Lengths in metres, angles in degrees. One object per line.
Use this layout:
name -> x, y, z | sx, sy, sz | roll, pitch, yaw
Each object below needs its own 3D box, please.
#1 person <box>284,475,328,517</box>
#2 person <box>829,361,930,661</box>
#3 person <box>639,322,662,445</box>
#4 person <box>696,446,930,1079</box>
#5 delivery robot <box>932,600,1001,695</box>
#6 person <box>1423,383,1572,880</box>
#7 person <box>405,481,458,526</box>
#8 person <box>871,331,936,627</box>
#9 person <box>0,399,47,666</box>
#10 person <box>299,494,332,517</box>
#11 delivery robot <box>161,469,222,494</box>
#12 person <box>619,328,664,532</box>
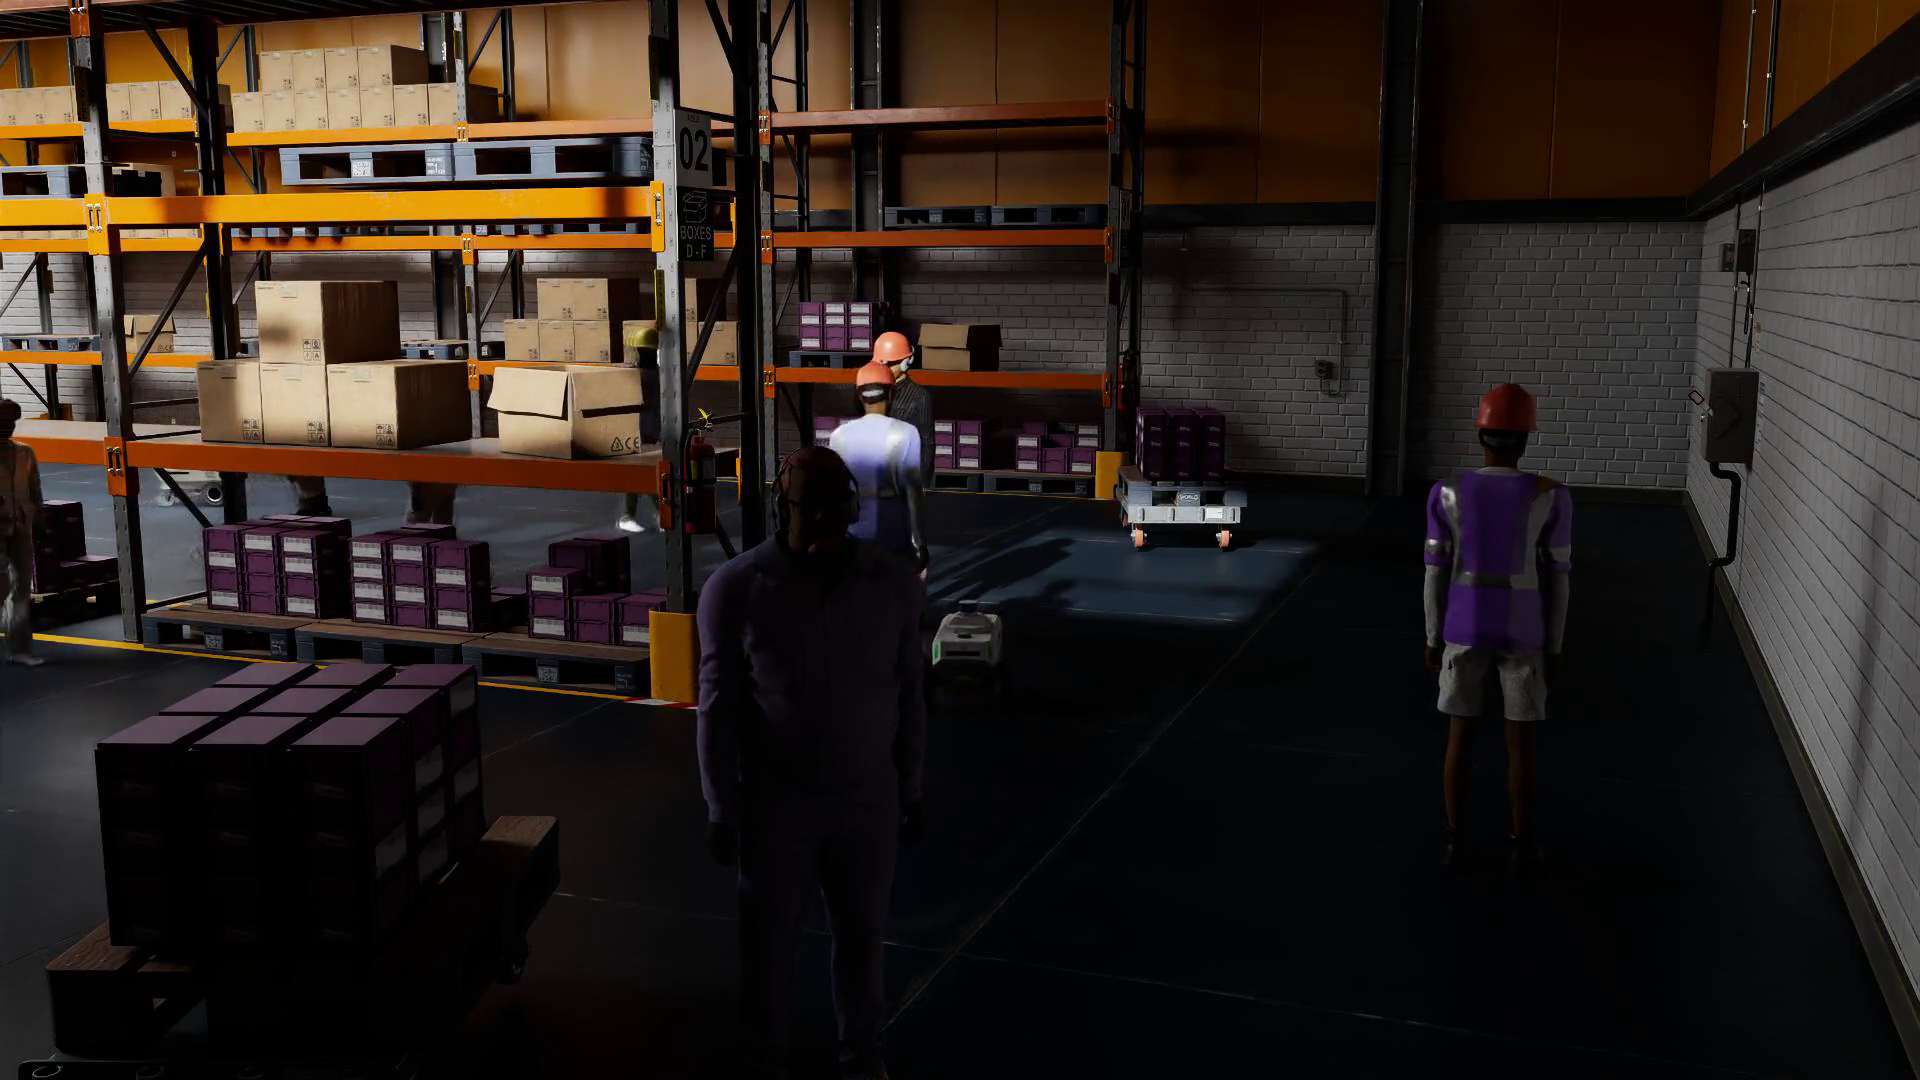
person -> -5.121, -0.667, 12.951 | 0.492, 1.942, 0.630 | -2, 9, -11
person -> -0.392, -0.037, 9.197 | 0.624, 1.875, 0.890 | 3, 10, 20
person -> -3.149, -1.451, 18.080 | 0.614, 1.871, 0.649 | 5, 10, 28
person -> -0.382, 0.694, 4.521 | 0.651, 1.907, 0.409 | -4, 10, -22
delivery robot -> 0.044, 0.574, 9.192 | 0.477, 0.478, 0.707 | 0, 9, 5
person -> 2.095, 0.359, 6.527 | 0.547, 1.939, 0.376 | 4, 10, 24
person -> -3.780, -0.350, 11.973 | 0.409, 1.629, 0.520 | 4, 10, 23
person -> -0.432, -0.392, 11.085 | 0.608, 1.988, 0.387 | 8, 12, 42
person -> -5.740, -0.036, 9.963 | 0.406, 1.623, 0.544 | 4, 10, 22
person -> -6.371, -1.197, 16.298 | 0.361, 1.935, 0.553 | -3, 10, -21
delivery robot -> -7.817, -0.679, 17.077 | 0.707, 0.478, 0.477 | 0, 9, -4
person -> -2.782, -0.964, 15.027 | 0.991, 1.874, 0.595 | 5, 10, 29
